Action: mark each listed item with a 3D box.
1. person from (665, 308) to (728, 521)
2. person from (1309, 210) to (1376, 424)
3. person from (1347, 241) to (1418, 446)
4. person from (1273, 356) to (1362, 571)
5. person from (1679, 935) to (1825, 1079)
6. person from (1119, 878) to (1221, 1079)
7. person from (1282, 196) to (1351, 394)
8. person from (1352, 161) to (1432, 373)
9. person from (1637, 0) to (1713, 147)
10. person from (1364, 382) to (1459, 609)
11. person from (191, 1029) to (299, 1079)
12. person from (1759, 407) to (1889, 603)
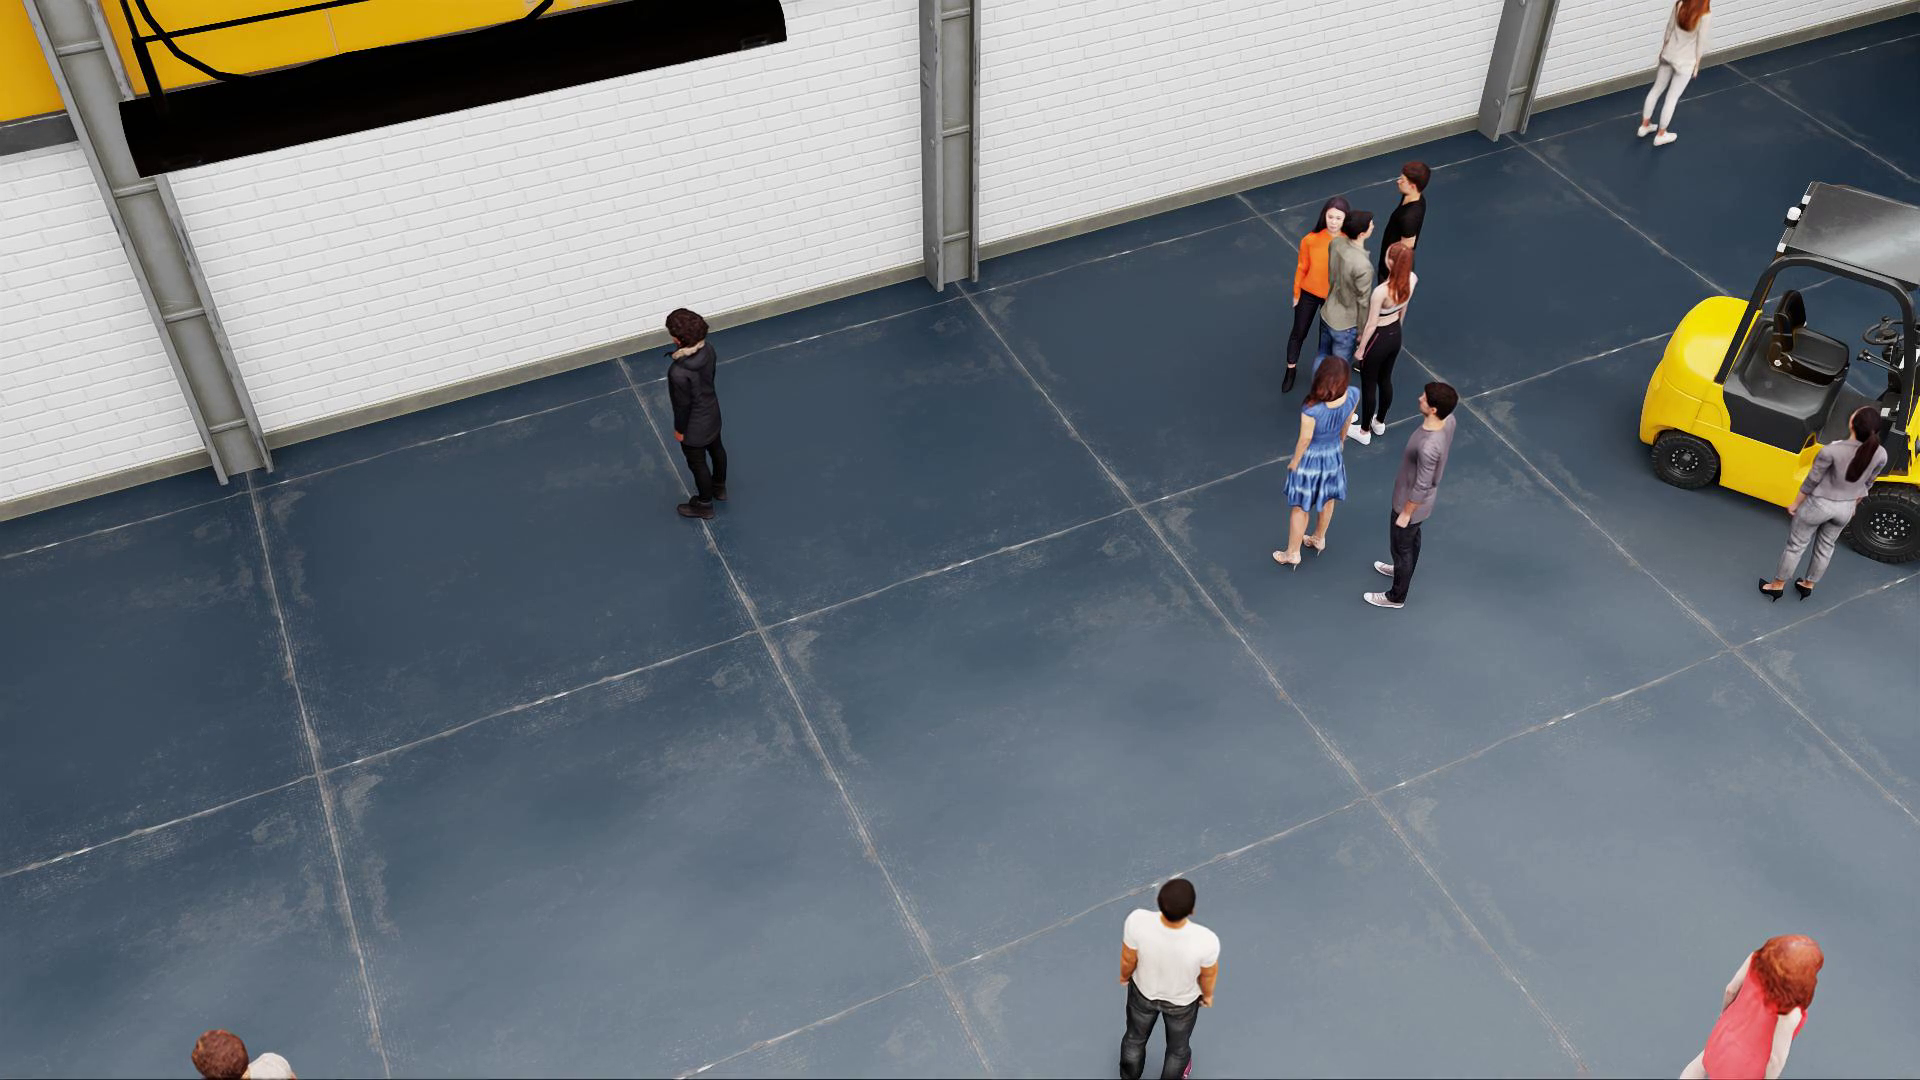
[{"bbox_3d":[-1.871,-0.902,11.883,0.798,1.781,0.730,17,46,17],"label":"person"},{"bbox_3d":[2.900,-1.694,12.653,0.593,1.866,0.709,-15,46,-15],"label":"person"},{"bbox_3d":[3.180,-1.483,12.521,0.494,1.742,0.679,-26,49,-24],"label":"person"},{"bbox_3d":[2.461,-0.533,11.478,0.545,1.806,0.754,-24,49,-23],"label":"person"},{"bbox_3d":[3.879,2.519,8.259,0.597,1.828,0.640,-6,44,-6],"label":"person"},{"bbox_3d":[1.045,2.292,8.514,0.696,1.804,0.772,12,45,12],"label":"person"},{"bbox_3d":[2.814,-1.901,12.955,0.680,1.748,0.768,8,44,8],"label":"person"},{"bbox_3d":[3.456,-2.162,13.147,0.790,1.862,0.770,7,44,8],"label":"person"},{"bbox_3d":[6.811,-4.556,15.771,0.576,1.709,0.611,-23,48,-23],"label":"person"},{"bbox_3d":[3.078,-0.309,11.209,0.801,1.853,0.716,18,46,18],"label":"person"},{"bbox_3d":[-3.232,2.872,7.836,0.798,1.898,0.703,20,47,20],"label":"person"},{"bbox_3d":[5.854,-0.218,11.240,0.671,1.679,0.774,0,44,0],"label":"person"}]
